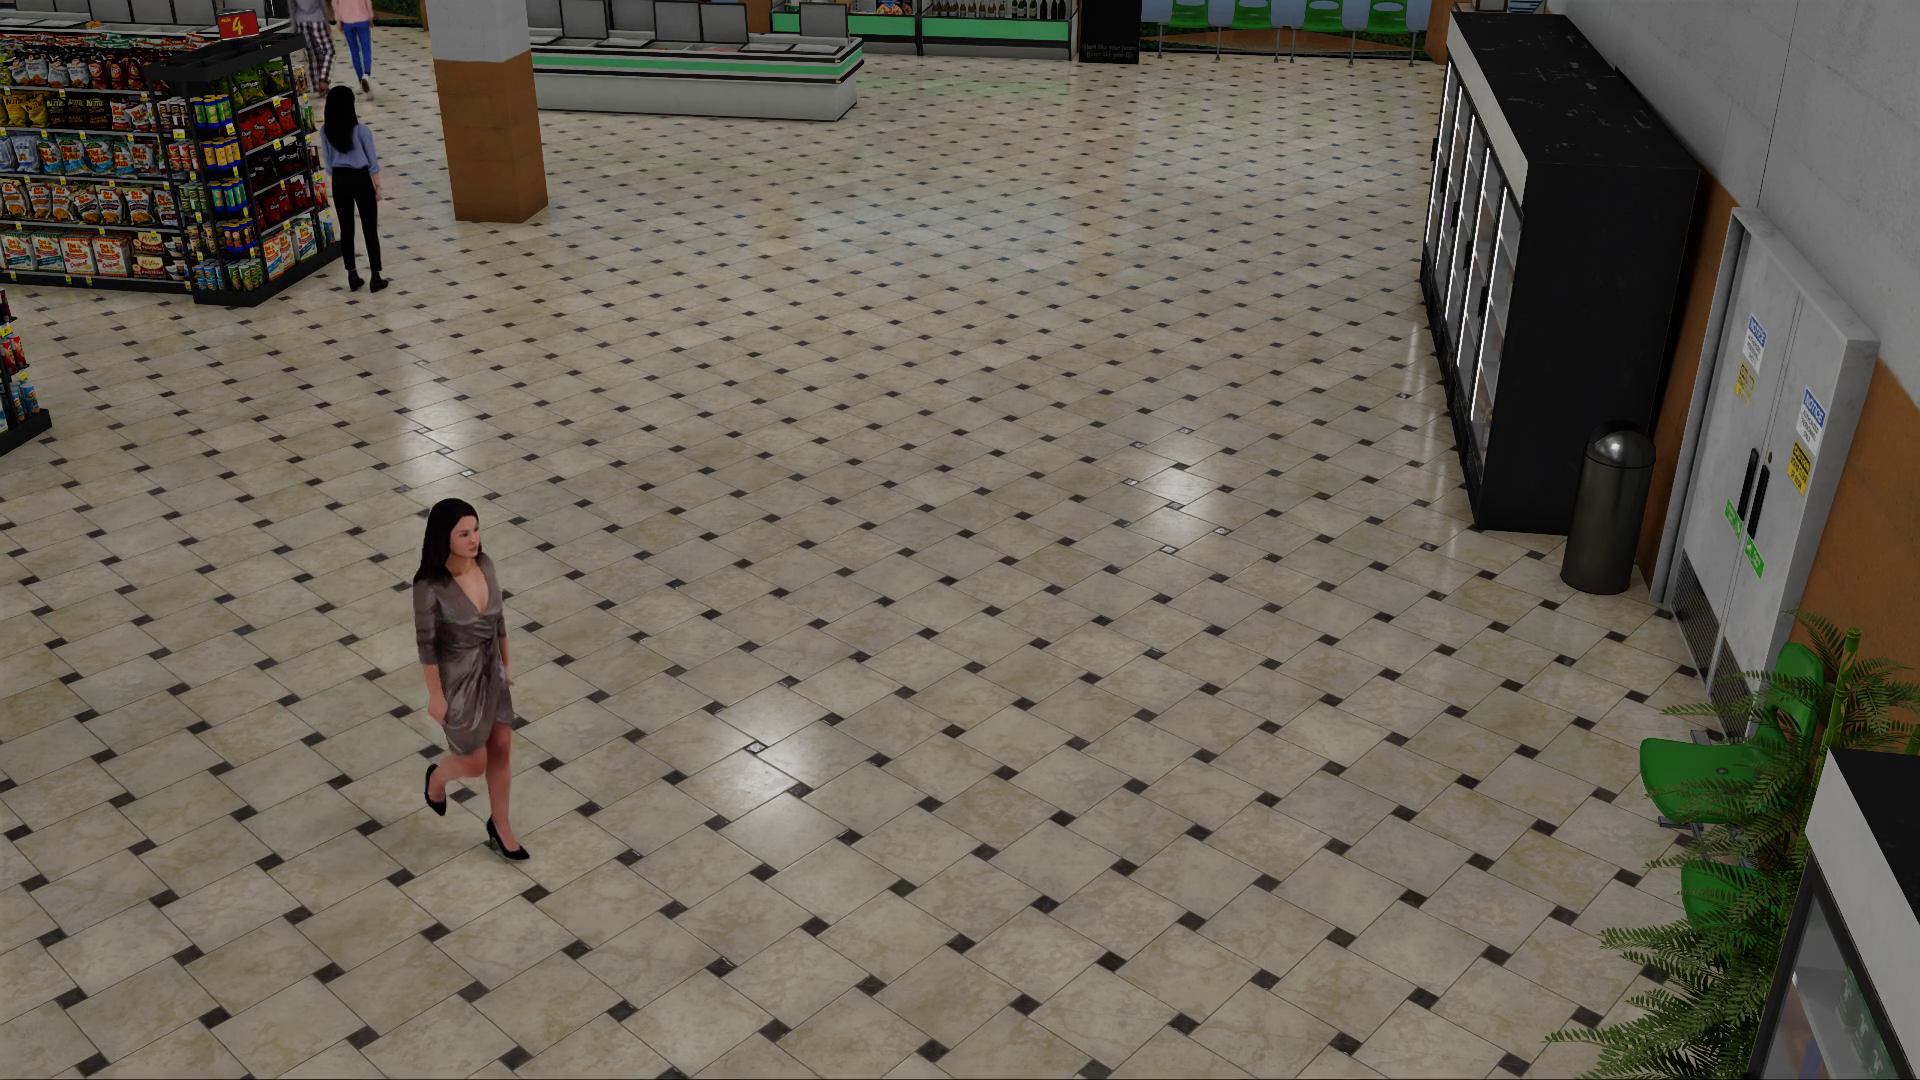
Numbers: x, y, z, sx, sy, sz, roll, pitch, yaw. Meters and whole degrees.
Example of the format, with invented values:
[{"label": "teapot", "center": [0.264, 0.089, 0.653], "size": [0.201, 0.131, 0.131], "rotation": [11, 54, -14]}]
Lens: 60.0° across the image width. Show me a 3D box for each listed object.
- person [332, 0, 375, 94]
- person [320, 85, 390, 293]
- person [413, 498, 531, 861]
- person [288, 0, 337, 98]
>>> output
[{"label": "person", "center": [-7.742, -6.594, 21.308], "size": [1.100, 1.746, 0.984], "rotation": [-7, 28, -13]}, {"label": "person", "center": [-5.191, -2.991, 14.209], "size": [0.532, 1.743, 0.717], "rotation": [1, 27, 2]}, {"label": "person", "center": [-2.151, 0.606, 7.124], "size": [0.914, 1.734, 0.776], "rotation": [15, 31, 28]}, {"label": "person", "center": [-8.246, -6.539, 21.102], "size": [0.719, 1.836, 0.799], "rotation": [-1, 27, -3]}]
